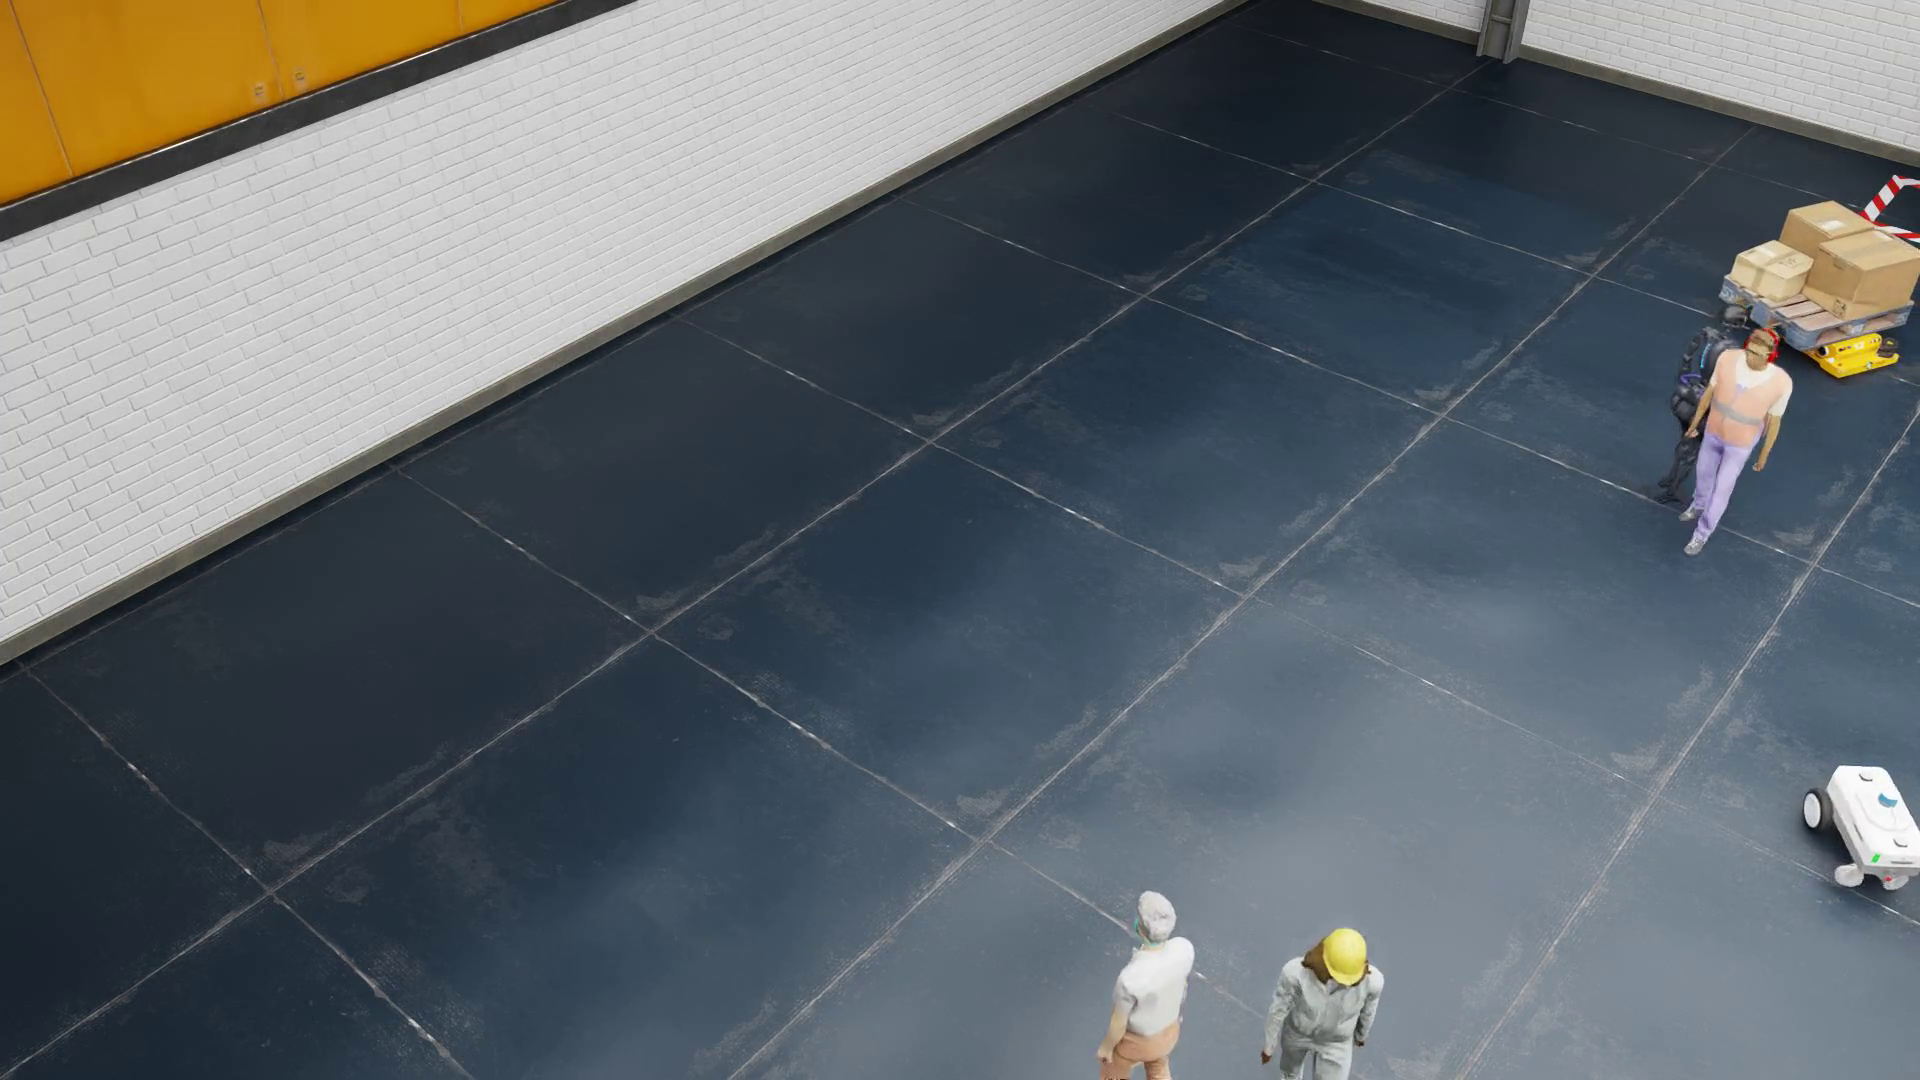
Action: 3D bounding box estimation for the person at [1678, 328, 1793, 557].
[{"bbox_3d":[5.558,-0.748,11.992,0.598,1.855,0.584,-26,45,-28],"label":"person"}]

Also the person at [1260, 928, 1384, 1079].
[{"bbox_3d":[1.726,2.470,8.088,0.518,1.684,0.924,7,39,9],"label":"person"}]

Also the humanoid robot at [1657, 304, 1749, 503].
[{"bbox_3d":[5.573,-1.029,12.444,0.488,1.646,0.598,-15,41,-17],"label":"humanoid robot"}]

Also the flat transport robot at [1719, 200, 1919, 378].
[{"bbox_3d":[7.483,-1.921,14.671,0.659,0.231,1.431,-14,41,-17],"label":"flat transport robot"}]

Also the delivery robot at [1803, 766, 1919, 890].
[{"bbox_3d":[5.453,1.696,9.940,0.505,0.578,0.749,1,39,2],"label":"delivery robot"}]

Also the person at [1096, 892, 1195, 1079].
[{"bbox_3d":[0.903,2.395,8.151,0.492,1.724,0.340,-25,45,-27],"label":"person"}]
